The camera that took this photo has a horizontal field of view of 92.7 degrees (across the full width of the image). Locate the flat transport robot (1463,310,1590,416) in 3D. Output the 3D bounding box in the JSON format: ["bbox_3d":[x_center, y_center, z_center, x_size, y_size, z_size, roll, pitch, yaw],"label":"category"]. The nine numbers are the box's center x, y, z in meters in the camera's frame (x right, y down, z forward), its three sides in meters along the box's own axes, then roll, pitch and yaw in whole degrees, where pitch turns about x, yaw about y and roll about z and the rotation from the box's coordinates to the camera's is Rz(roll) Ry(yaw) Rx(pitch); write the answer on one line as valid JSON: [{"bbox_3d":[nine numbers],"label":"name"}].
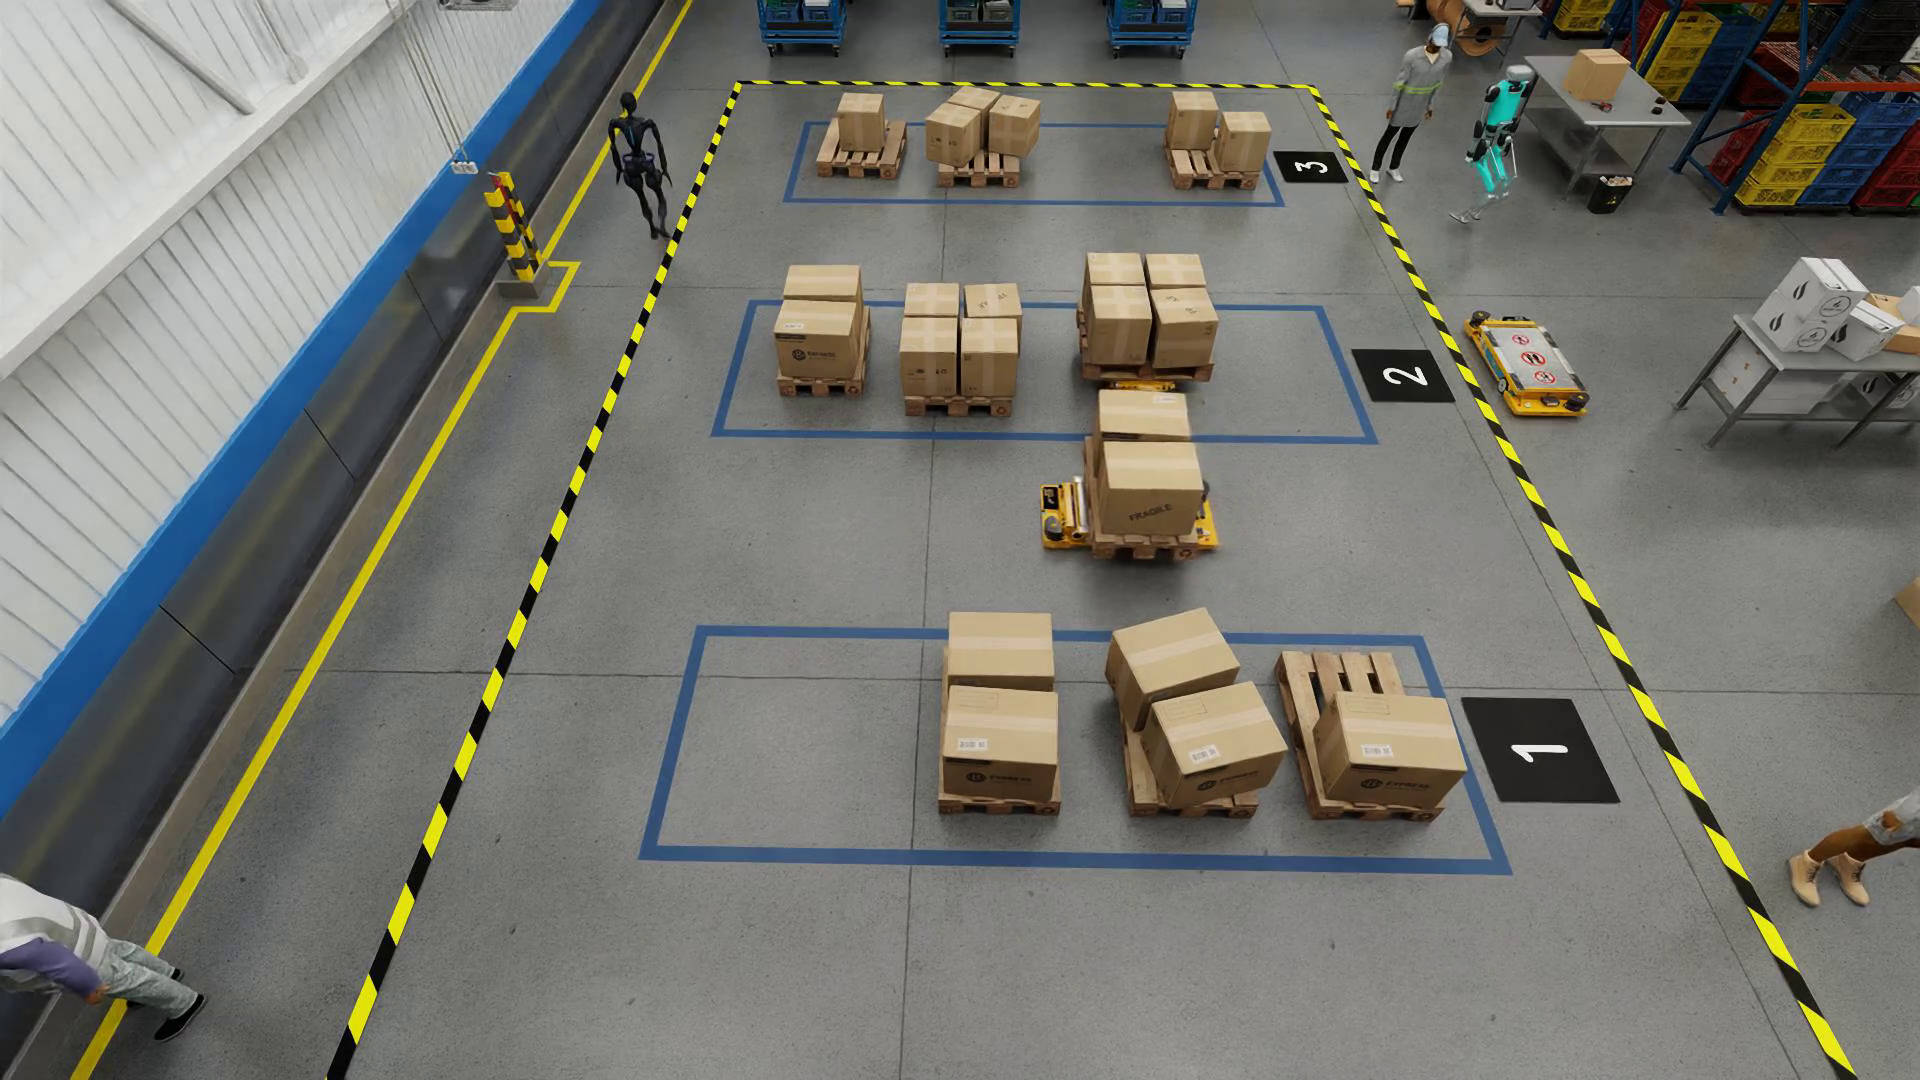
[{"bbox_3d":[5.573,-1.757,9.054,0.659,0.231,1.431,1,49,1],"label":"flat transport robot"}]

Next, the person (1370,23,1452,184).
[{"bbox_3d":[5.426,-5.215,11.003,0.586,1.848,0.391,-4,49,-3],"label":"person"}]

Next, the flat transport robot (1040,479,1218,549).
[{"bbox_3d":[1.409,-0.237,7.720,1.431,0.197,0.652,1,49,1],"label":"flat transport robot"}]

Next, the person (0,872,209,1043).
[{"bbox_3d":[-4.575,2.126,4.662,0.590,1.827,0.404,31,56,24],"label":"person"}]

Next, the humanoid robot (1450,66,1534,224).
[{"bbox_3d":[6.017,-4.310,10.207,0.533,1.672,0.735,-12,50,-10],"label":"humanoid robot"}]

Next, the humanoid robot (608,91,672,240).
[{"bbox_3d":[-3.538,-4.062,10.124,0.609,1.644,0.479,-7,49,-6],"label":"humanoid robot"}]

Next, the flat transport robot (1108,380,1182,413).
[{"bbox_3d":[1.773,-1.807,9.079,0.652,0.197,1.431,1,49,1],"label":"flat transport robot"}]

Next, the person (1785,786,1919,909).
[{"bbox_3d":[5.495,1.524,5.049,0.607,2.034,0.400,2,49,2],"label":"person"}]
